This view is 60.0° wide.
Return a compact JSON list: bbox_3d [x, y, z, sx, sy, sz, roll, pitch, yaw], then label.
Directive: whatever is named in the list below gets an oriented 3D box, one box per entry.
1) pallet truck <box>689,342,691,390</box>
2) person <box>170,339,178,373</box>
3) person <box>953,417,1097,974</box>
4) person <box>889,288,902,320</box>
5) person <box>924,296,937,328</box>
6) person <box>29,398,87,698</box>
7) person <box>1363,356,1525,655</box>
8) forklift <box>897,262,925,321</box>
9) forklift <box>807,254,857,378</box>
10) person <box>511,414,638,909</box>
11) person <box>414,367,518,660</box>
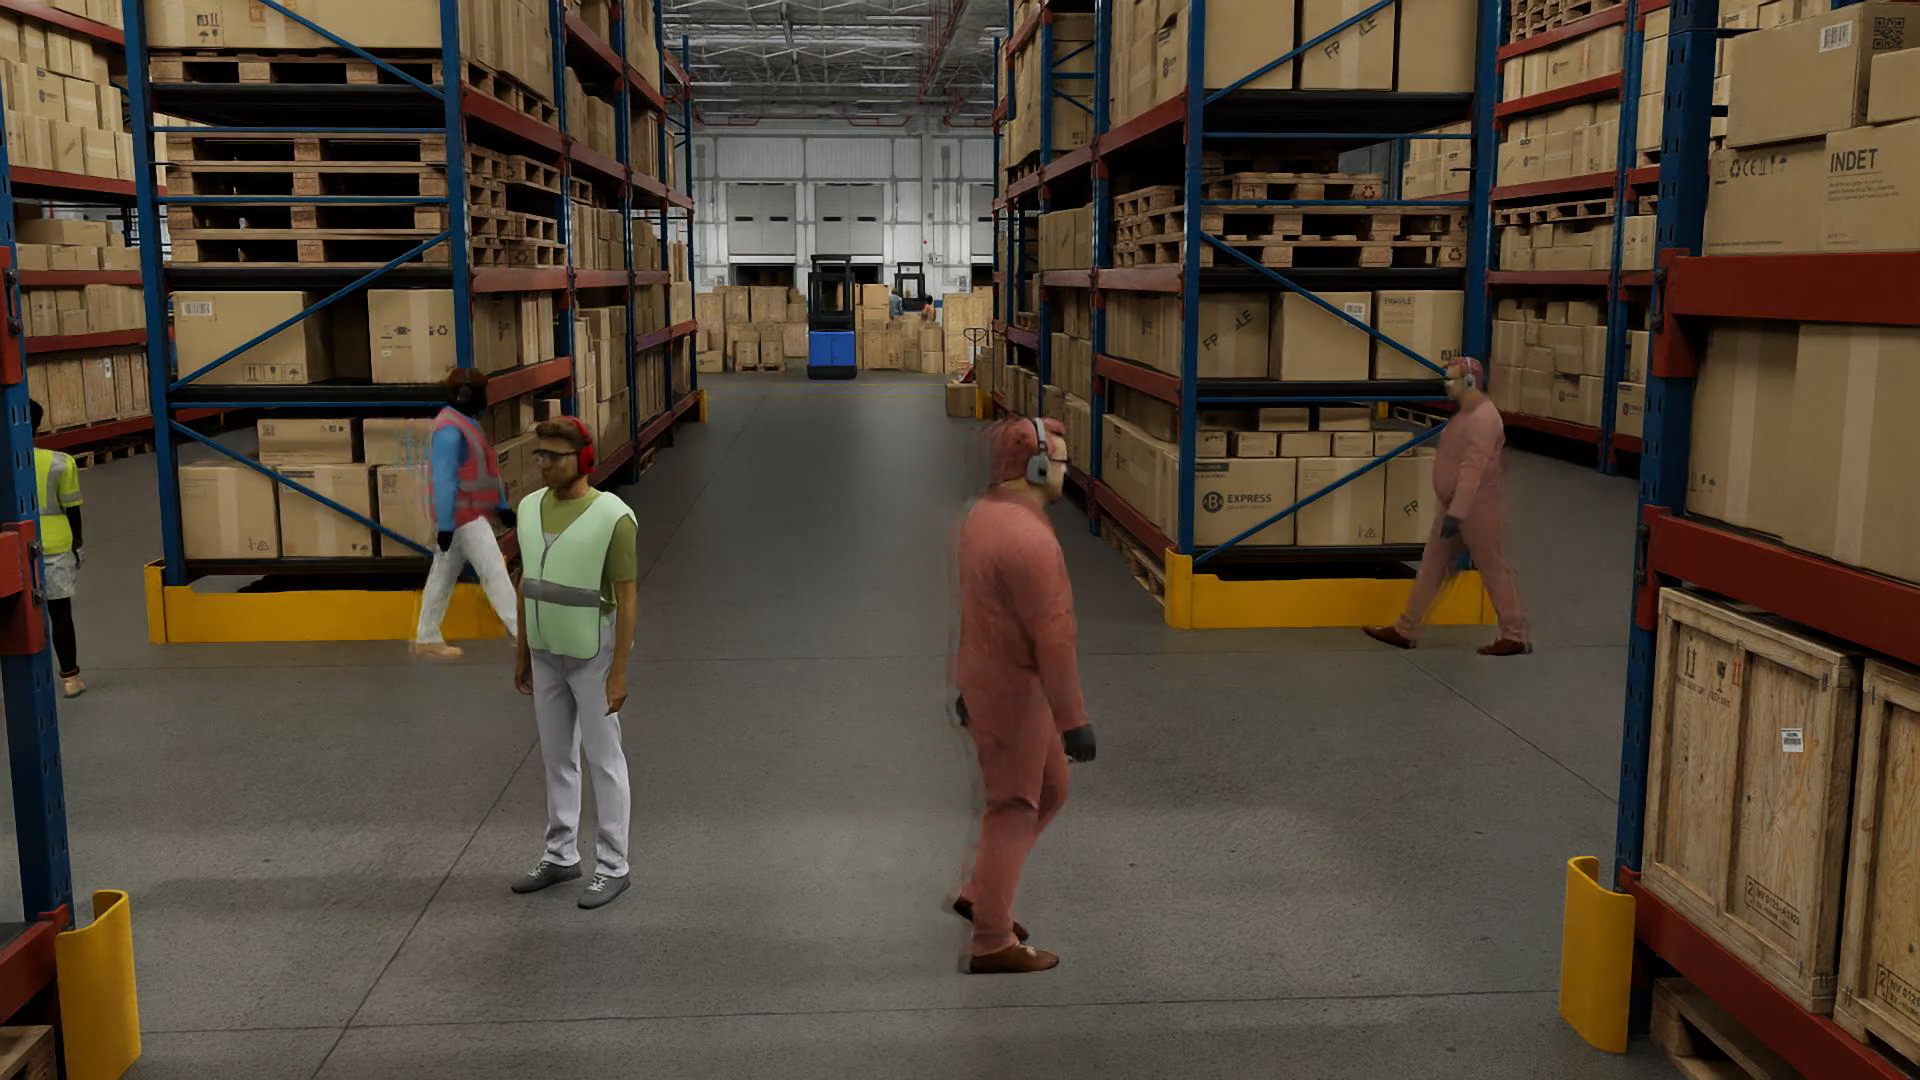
[{"bbox_3d":[-5.225,-3.008,27.480,1.885,1.965,0.823,2,9,14],"label":"pallet truck"},{"bbox_3d":[-13.811,-3.143,29.392,0.730,1.653,0.588,-8,12,-43],"label":"person"},{"bbox_3d":[0.209,0.530,5.614,0.461,1.888,0.664,-1,9,-8],"label":"person"},{"bbox_3d":[-2.294,-7.826,57.966,0.634,1.929,0.380,3,10,21],"label":"person"},{"bbox_3d":[-1.034,-7.469,56.571,0.874,1.649,0.531,3,9,16],"label":"person"},{"bbox_3d":[-5.131,0.057,9.205,0.535,1.691,0.317,-4,10,-24],"label":"person"},{"bbox_3d":[3.078,-0.199,10.287,0.985,1.854,0.655,0,9,-1],"label":"person"},{"bbox_3d":[-1.780,-8.547,59.499,1.129,2.768,1.873,-1,9,-4],"label":"forklift"},{"bbox_3d":[-2.942,-5.145,38.138,1.129,2.768,1.873,-1,9,-4],"label":"forklift"},{"bbox_3d":[-1.441,0.444,6.270,0.567,1.848,0.389,5,10,30],"label":"person"},{"bbox_3d":[-2.923,-0.148,10.148,0.956,1.788,0.624,-2,9,-14],"label":"person"}]
